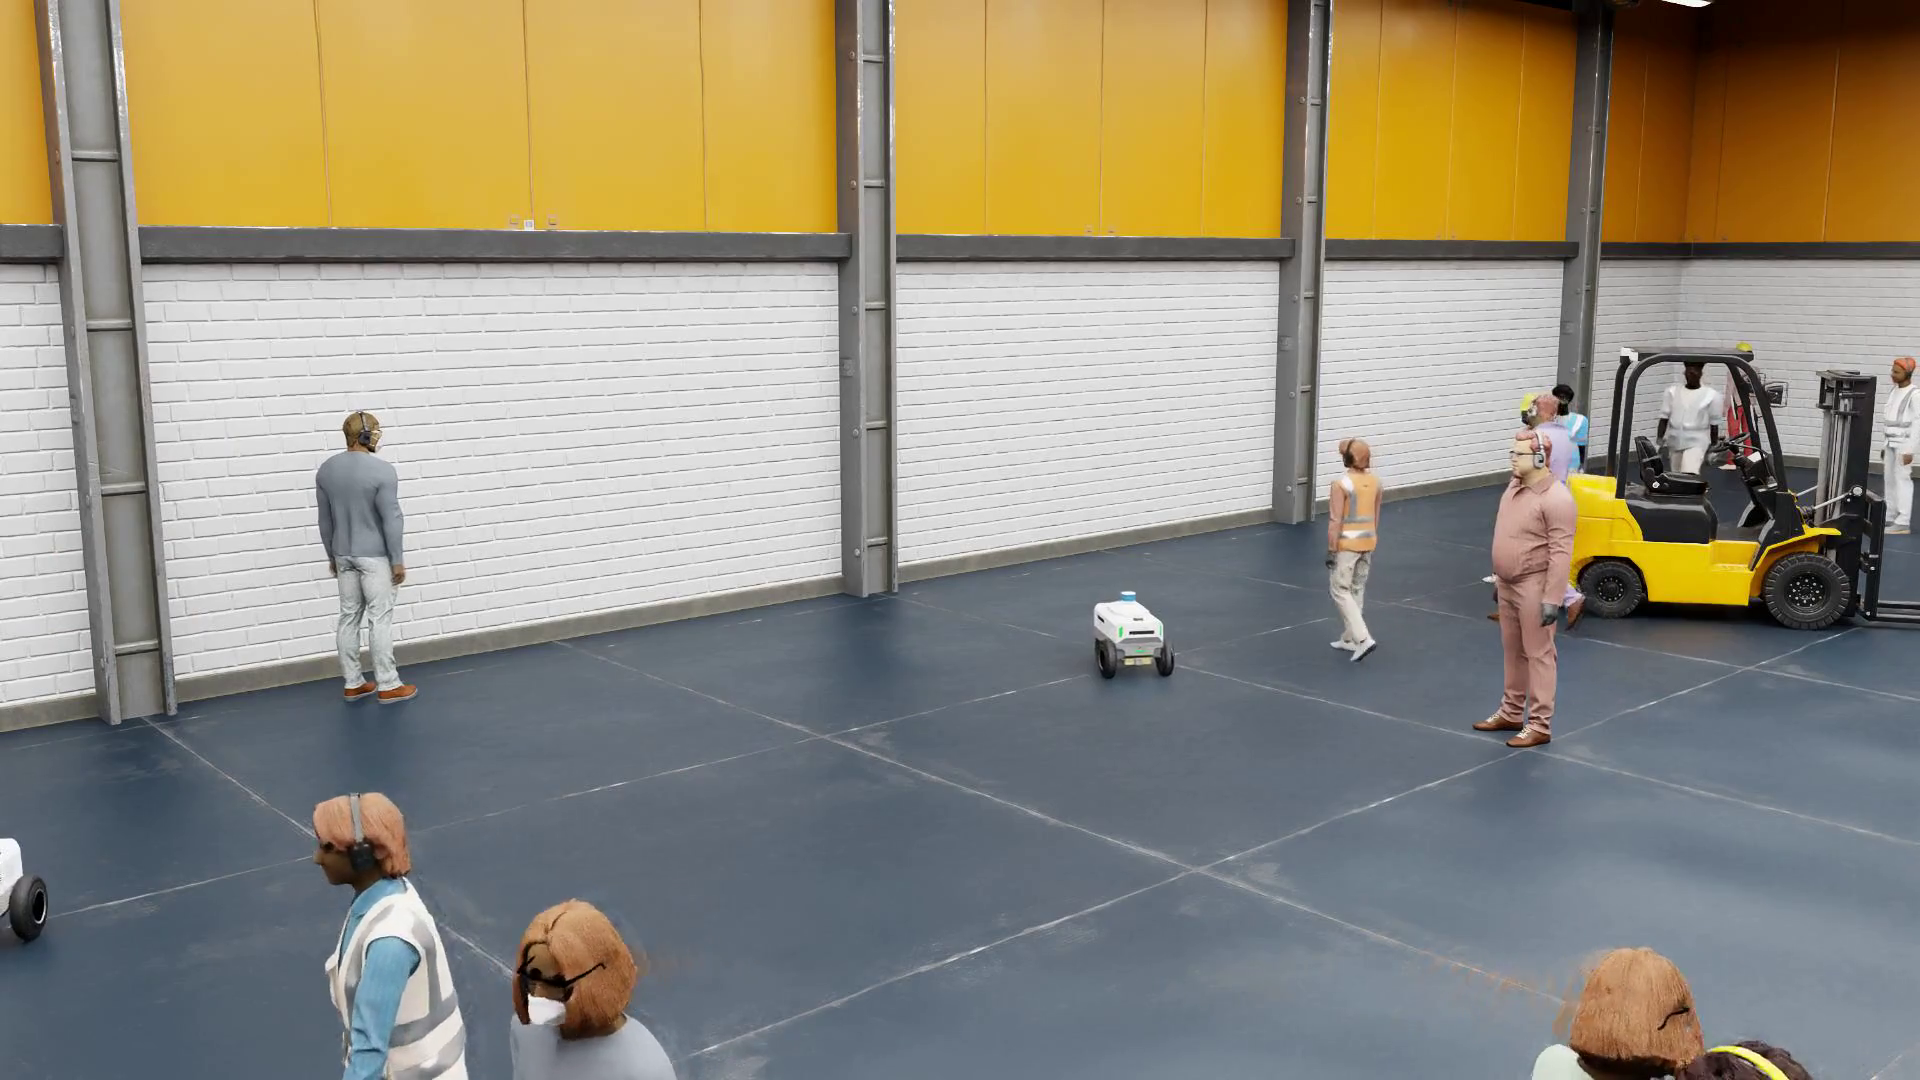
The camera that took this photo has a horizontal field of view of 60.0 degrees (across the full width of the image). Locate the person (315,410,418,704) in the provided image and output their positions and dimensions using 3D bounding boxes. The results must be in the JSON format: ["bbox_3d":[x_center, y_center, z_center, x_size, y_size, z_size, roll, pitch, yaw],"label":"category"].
[{"bbox_3d":[-3.922,0.118,10.959,0.629,1.937,0.379,4,10,22],"label":"person"}]

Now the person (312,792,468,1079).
[{"bbox_3d":[-1.489,1.429,4.278,0.848,1.591,0.523,-5,11,-27],"label":"person"}]

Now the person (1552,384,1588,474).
[{"bbox_3d":[6.093,-0.769,16.932,0.538,1.667,0.798,5,11,26],"label":"person"}]

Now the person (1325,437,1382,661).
[{"bbox_3d":[2.900,0.064,12.210,0.531,1.646,0.484,-7,12,-36],"label":"person"}]

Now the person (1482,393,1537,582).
[{"bbox_3d":[5.209,-0.471,15.013,0.883,1.728,0.532,-3,10,-19],"label":"person"}]

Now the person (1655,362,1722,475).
[{"bbox_3d":[7.820,-1.043,17.814,1.012,1.928,0.598,-9,13,-43],"label":"person"}]

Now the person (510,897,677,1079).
[{"bbox_3d":[-0.745,1.529,3.635,0.513,1.618,0.439,9,13,43],"label":"person"}]

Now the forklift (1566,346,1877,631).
[{"bbox_3d":[6.109,-0.478,13.691,2.313,2.155,1.214,3,10,16],"label":"forklift"}]

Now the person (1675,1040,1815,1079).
[{"bbox_3d":[1.223,1.611,2.541,0.535,1.836,0.844,9,13,43],"label":"person"}]

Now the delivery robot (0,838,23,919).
[{"bbox_3d":[-4.183,1.456,6.887,0.477,0.478,0.707,-2,10,-10],"label":"delivery robot"}]

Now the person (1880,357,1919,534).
[{"bbox_3d":[9.984,-1.004,17.677,0.339,1.882,0.584,1,10,3],"label":"person"}]

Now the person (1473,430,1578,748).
[{"bbox_3d":[3.405,0.290,10.034,0.401,1.910,0.641,-2,10,-11],"label":"person"}]

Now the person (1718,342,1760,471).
[{"bbox_3d":[10.721,-1.832,22.869,0.525,1.769,0.311,-3,10,-18],"label":"person"}]

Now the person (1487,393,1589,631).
[{"bbox_3d":[4.623,-0.223,13.138,0.774,1.870,0.672,9,13,41],"label":"person"}]

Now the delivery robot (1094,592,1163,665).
[{"bbox_3d":[1.194,0.611,11.834,0.477,0.478,0.707,-2,10,-10],"label":"delivery robot"}]

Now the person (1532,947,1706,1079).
[{"bbox_3d":[1.214,1.589,3.298,0.721,1.610,0.497,-3,10,-18],"label":"person"}]
